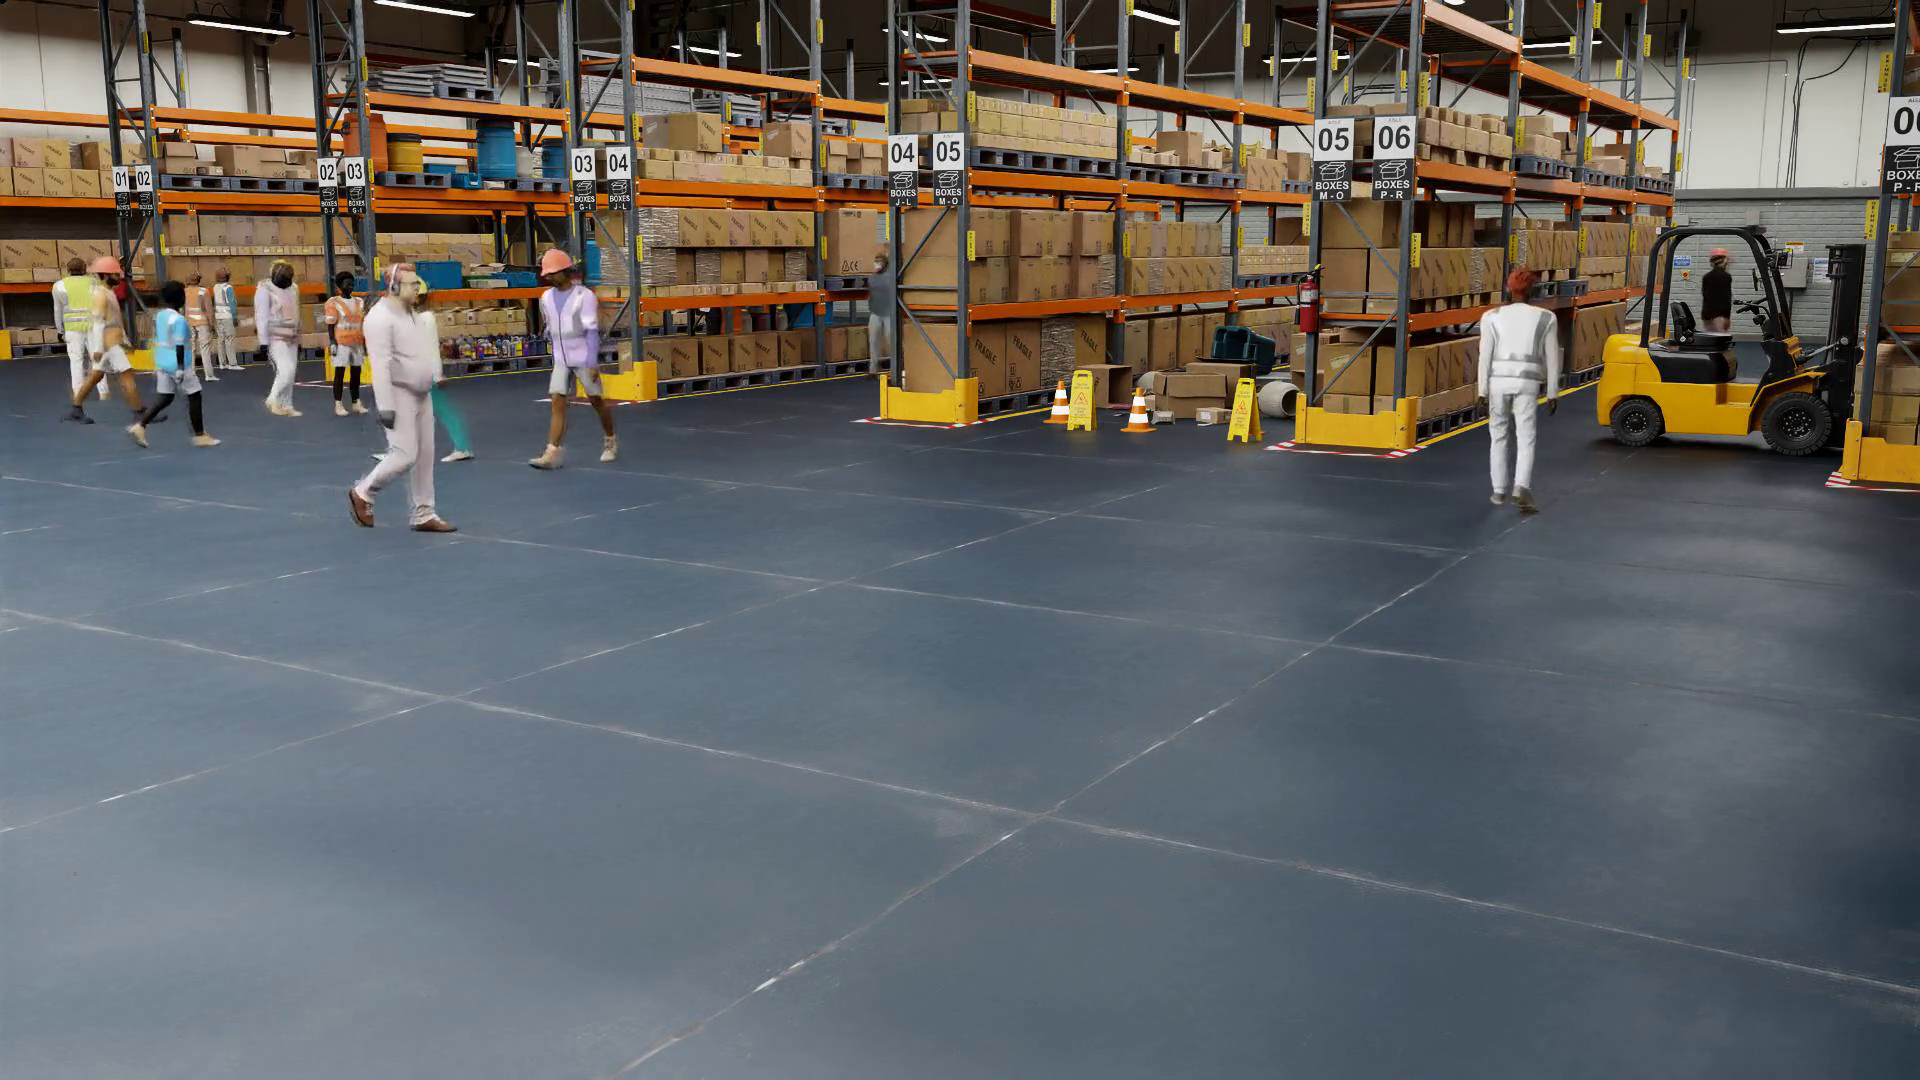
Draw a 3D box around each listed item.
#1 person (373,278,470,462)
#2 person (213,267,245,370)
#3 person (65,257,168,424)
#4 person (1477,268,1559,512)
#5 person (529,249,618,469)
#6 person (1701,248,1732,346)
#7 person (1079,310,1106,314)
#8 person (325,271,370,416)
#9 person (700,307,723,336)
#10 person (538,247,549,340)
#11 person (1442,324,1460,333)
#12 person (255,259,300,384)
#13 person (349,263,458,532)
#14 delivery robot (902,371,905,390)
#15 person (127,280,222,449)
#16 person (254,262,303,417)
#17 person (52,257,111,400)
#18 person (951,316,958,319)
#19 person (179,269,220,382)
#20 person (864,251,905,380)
[{"bbox_3d":[-4.927,-1.528,15.168,0.923,1.718,0.541,-6,12,-30],"label":"person"},{"bbox_3d":[-11.711,-3.522,26.550,0.518,1.637,0.307,7,12,35],"label":"person"},{"bbox_3d":[-9.550,-2.217,18.587,1.038,1.886,0.543,-4,11,-23],"label":"person"},{"bbox_3d":[4.236,-1.136,12.649,0.593,1.848,0.800,3,11,17],"label":"person"},{"bbox_3d":[-3.489,-1.640,15.088,0.664,1.977,1.086,5,11,25],"label":"person"},{"bbox_3d":[10.917,-3.221,23.991,0.406,1.956,0.683,-2,10,-11],"label":"person"},{"bbox_3d":[2.190,-3.865,27.485,0.392,1.988,0.609,-9,13,-40],"label":"person"},{"bbox_3d":[-7.199,-2.307,19.573,0.317,1.695,0.540,6,12,31],"label":"person"},{"bbox_3d":[-3.798,-3.493,25.616,0.397,1.913,0.587,-4,11,-19],"label":"person"},{"bbox_3d":[-7.919,-4.637,31.948,0.370,1.941,0.627,-10,14,-44],"label":"person"},{"bbox_3d":[8.930,-4.382,30.359,0.635,2.002,0.594,5,11,27],"label":"person"},{"bbox_3d":[-9.757,-3.120,23.827,0.615,1.806,0.565,-1,10,-7],"label":"person"},{"bbox_3d":[-3.890,-0.974,11.551,0.620,1.891,0.659,2,10,11],"label":"person"},{"bbox_3d":[-0.485,-2.061,21.132,0.477,0.478,0.707,6,12,30],"label":"delivery robot"},{"bbox_3d":[-7.786,-1.718,16.356,0.535,1.667,0.781,9,13,40],"label":"person"},{"bbox_3d":[-7.810,-2.289,19.176,0.451,1.803,0.667,2,10,14],"label":"person"},{"bbox_3d":[-11.297,-2.710,21.428,0.619,1.845,0.430,-5,11,-24],"label":"person"},{"bbox_3d":[0.181,-3.195,23.908,0.609,1.934,0.960,-2,10,-10],"label":"person"},{"bbox_3d":[-11.157,-3.131,24.342,0.511,1.644,0.307,1,10,5],"label":"person"},{"bbox_3d":[-1.086,-3.353,24.871,0.641,1.911,0.910,7,12,33],"label":"person"}]
